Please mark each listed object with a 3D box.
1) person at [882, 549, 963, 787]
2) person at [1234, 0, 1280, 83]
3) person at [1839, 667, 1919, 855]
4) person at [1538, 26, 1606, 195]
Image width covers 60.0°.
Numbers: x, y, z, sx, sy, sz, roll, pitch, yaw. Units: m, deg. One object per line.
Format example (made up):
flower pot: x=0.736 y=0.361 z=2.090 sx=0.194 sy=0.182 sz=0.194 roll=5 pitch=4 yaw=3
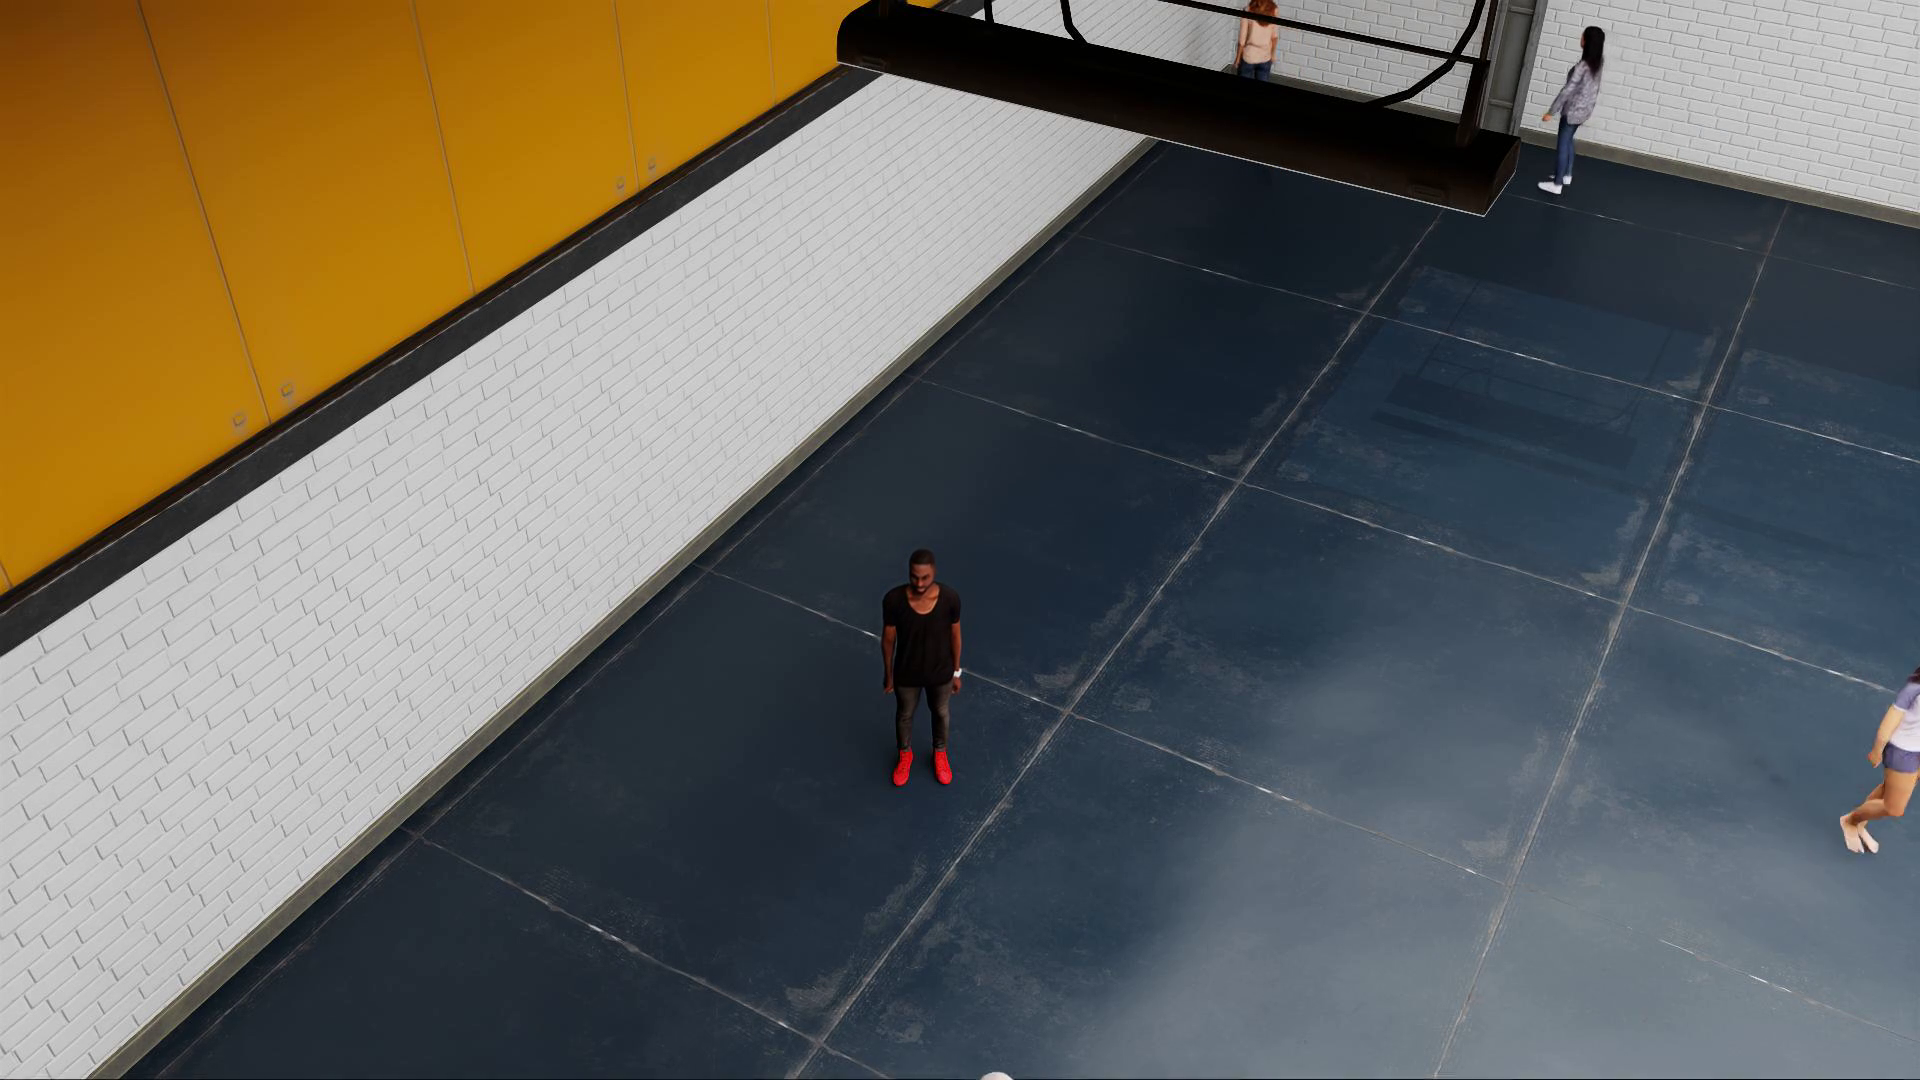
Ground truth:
person: x=-0.224 y=0.774 z=10.232 sx=0.656 sy=1.805 sz=0.776 roll=-1 pitch=39 yaw=-2
person: x=3.123 y=-5.082 z=17.577 sx=0.648 sy=1.791 sz=0.736 roll=-4 pitch=39 yaw=-6
person: x=5.543 y=1.162 z=9.815 sx=0.702 sy=1.719 sz=0.750 roll=-13 pitch=40 yaw=-16
person: x=6.187 y=-4.246 z=16.583 sx=0.718 sy=1.725 sz=0.716 roll=-28 pitch=47 yaw=-31
